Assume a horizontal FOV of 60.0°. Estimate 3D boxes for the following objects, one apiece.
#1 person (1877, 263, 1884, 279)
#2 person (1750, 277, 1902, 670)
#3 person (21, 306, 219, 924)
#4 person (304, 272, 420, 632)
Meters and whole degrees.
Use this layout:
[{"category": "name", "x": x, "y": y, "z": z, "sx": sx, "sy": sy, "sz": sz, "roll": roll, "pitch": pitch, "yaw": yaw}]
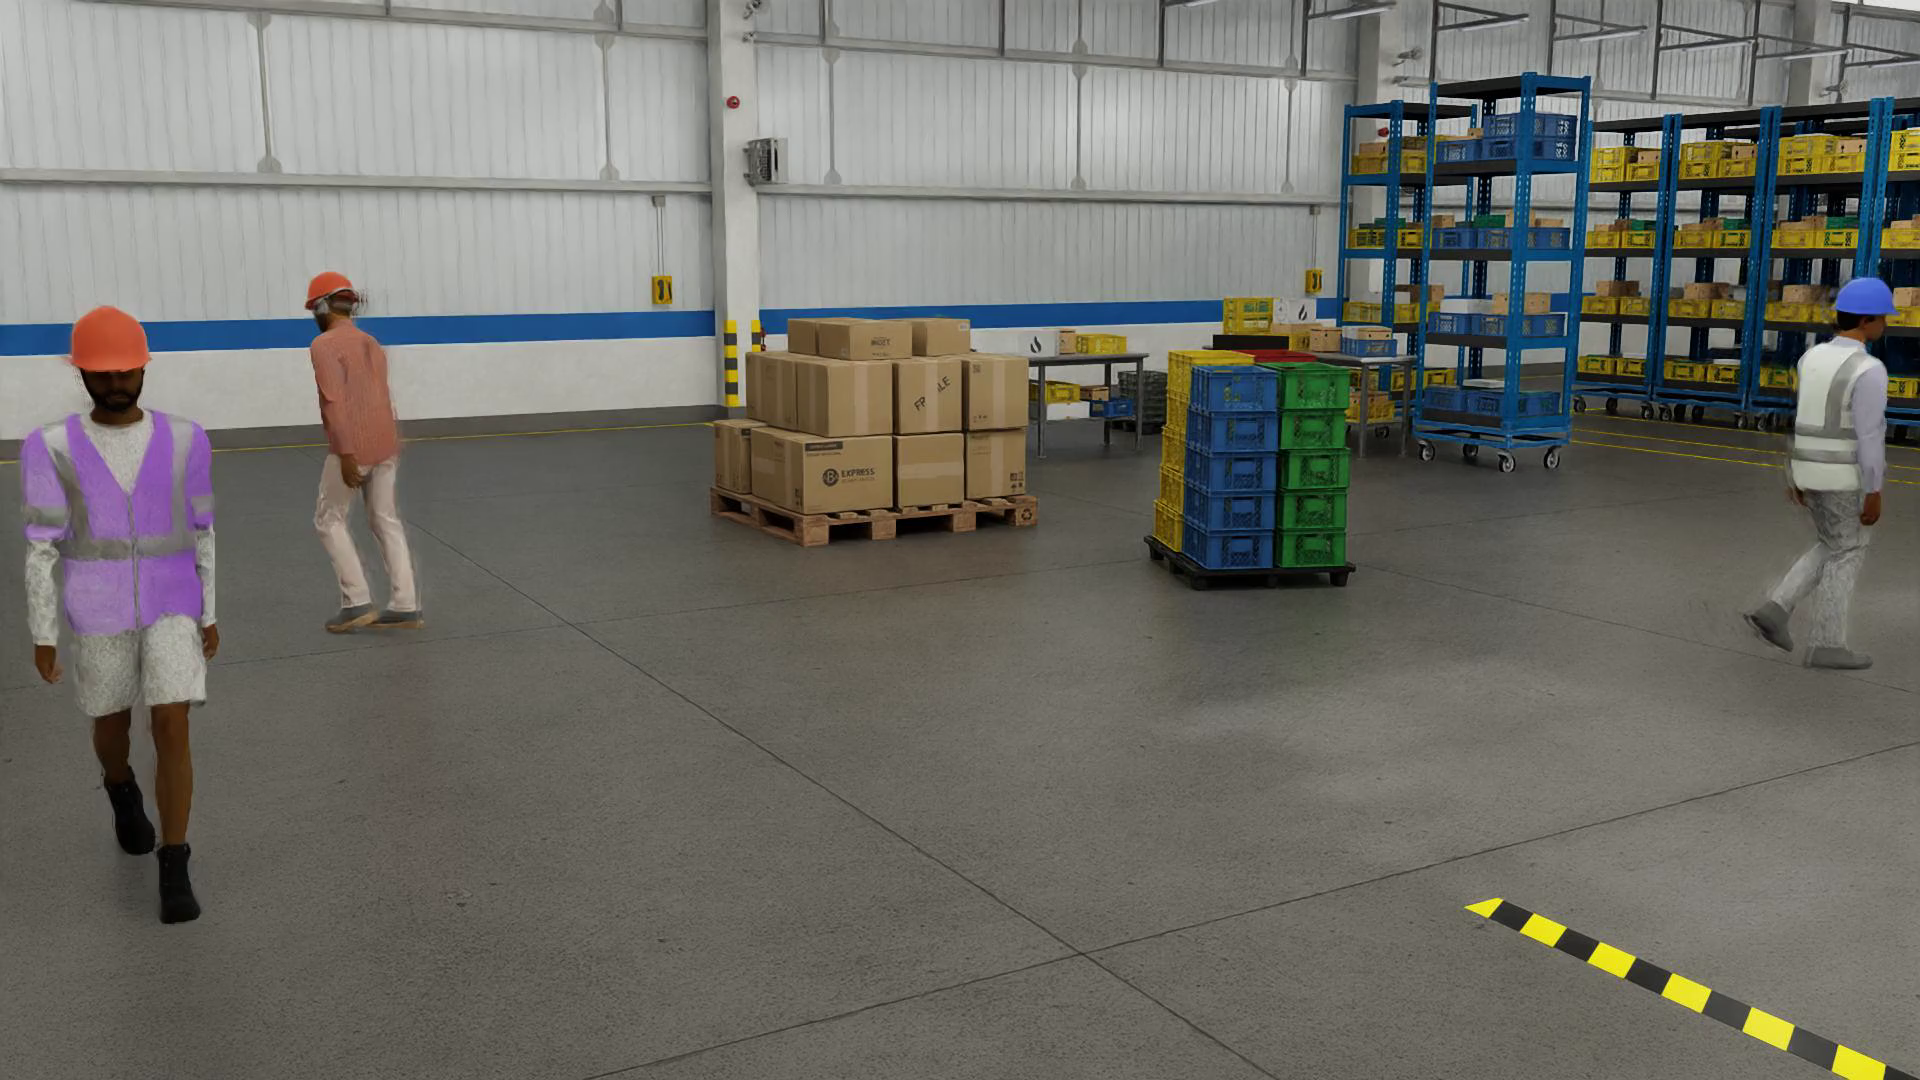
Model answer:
[{"category": "person", "x": 14.553, "y": -3.505, "z": 26.514, "sx": 0.770, "sy": 1.826, "sz": 0.574, "roll": -8, "pitch": 13, "yaw": -40}, {"category": "person", "x": 4.277, "y": -0.312, "z": 8.121, "sx": 0.473, "sy": 1.927, "sz": 0.631, "roll": -1, "pitch": 10, "yaw": -3}, {"category": "person", "x": -2.678, "y": 0.198, "z": 5.346, "sx": 0.556, "sy": 1.902, "sz": 0.934, "roll": -6, "pitch": 12, "yaw": -30}, {"category": "person", "x": -3.255, "y": -0.465, "z": 8.990, "sx": 0.662, "sy": 1.934, "sz": 0.641, "roll": 3, "pitch": 10, "yaw": 16}]
